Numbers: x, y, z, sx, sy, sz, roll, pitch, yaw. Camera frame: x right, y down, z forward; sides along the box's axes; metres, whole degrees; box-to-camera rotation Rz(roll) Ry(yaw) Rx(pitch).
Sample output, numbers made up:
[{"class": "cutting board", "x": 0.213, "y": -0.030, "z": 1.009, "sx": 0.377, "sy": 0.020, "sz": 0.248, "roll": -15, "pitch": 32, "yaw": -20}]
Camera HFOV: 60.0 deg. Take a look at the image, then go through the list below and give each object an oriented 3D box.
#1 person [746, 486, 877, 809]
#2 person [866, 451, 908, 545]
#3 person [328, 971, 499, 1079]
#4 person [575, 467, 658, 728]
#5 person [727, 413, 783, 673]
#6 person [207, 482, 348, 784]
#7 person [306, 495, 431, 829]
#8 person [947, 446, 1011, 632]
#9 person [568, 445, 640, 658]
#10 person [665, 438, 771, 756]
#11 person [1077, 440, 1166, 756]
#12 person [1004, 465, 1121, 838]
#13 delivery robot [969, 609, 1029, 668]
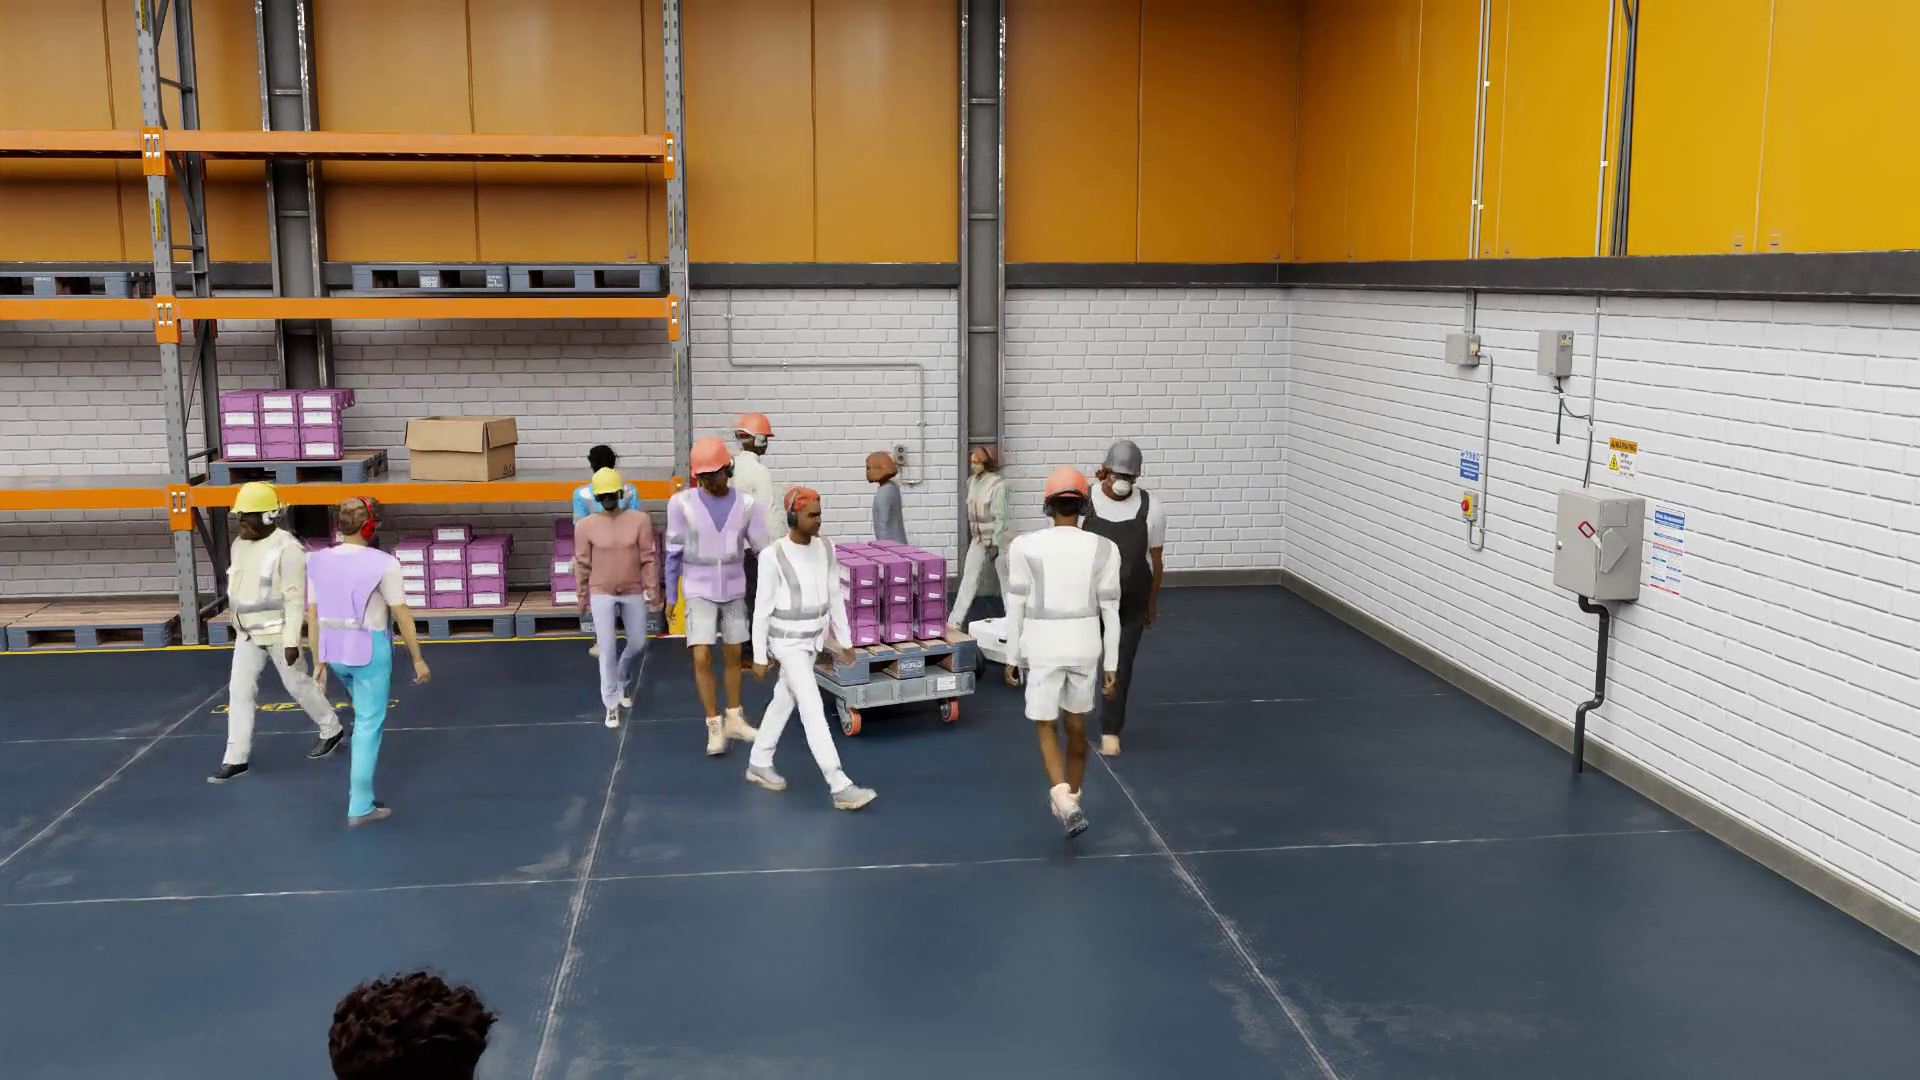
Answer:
[{"class": "person", "x": -0.897, "y": 0.603, "z": 9.539, "sx": 1.007, "sy": 1.835, "sz": 0.590, "roll": 6, "pitch": 11, "yaw": 32}, {"class": "person", "x": -0.485, "y": 0.079, "z": 13.480, "sx": 0.611, "sy": 1.606, "sz": 0.537, "roll": 2, "pitch": 9, "yaw": 14}, {"class": "person", "x": -1.003, "y": 1.638, "z": 2.818, "sx": 0.550, "sy": 1.923, "sz": 0.779, "roll": -4, "pitch": 10, "yaw": -25}, {"class": "person", "x": -2.347, "y": 0.361, "z": 11.332, "sx": 0.540, "sy": 1.740, "sz": 0.668, "roll": -3, "pitch": 10, "yaw": -20}, {"class": "person", "x": -1.529, "y": 0.020, "z": 12.680, "sx": 0.523, "sy": 1.973, "sz": 0.675, "roll": -6, "pitch": 11, "yaw": -32}, {"class": "person", "x": -4.168, "y": 0.524, "z": 10.132, "sx": 0.604, "sy": 1.795, "sz": 0.910, "roll": 5, "pitch": 10, "yaw": 29}, {"class": "person", "x": -3.250, "y": 0.658, "z": 9.182, "sx": 0.572, "sy": 1.822, "sz": 0.574, "roll": 4, "pitch": 10, "yaw": 24}, {"class": "person", "x": 0.171, "y": 0.023, "z": 13.823, "sx": 0.850, "sy": 1.589, "sz": 0.531, "roll": -8, "pitch": 12, "yaw": -39}, {"class": "person", "x": -2.772, "y": 0.094, "z": 13.135, "sx": 0.619, "sy": 1.692, "sz": 0.318, "roll": -5, "pitch": 10, "yaw": -27}, {"class": "person", "x": -1.470, "y": 0.357, "z": 10.490, "sx": 0.722, "sy": 2.004, "sz": 0.687, "roll": -4, "pitch": 10, "yaw": -22}, {"class": "person", "x": 0.951, "y": 0.318, "z": 10.635, "sx": 0.726, "sy": 2.000, "sz": 0.766, "roll": 0, "pitch": 9, "yaw": 1}, {"class": "person", "x": 0.562, "y": 0.619, "z": 8.877, "sx": 0.625, "sy": 2.013, "sz": 0.769, "roll": -1, "pitch": 9, "yaw": -7}, {"class": "delivery robot", "x": 0.391, "y": 0.744, "z": 12.311, "sx": 0.477, "sy": 0.478, "sz": 0.707, "roll": -8, "pitch": 12, "yaw": -40}]
